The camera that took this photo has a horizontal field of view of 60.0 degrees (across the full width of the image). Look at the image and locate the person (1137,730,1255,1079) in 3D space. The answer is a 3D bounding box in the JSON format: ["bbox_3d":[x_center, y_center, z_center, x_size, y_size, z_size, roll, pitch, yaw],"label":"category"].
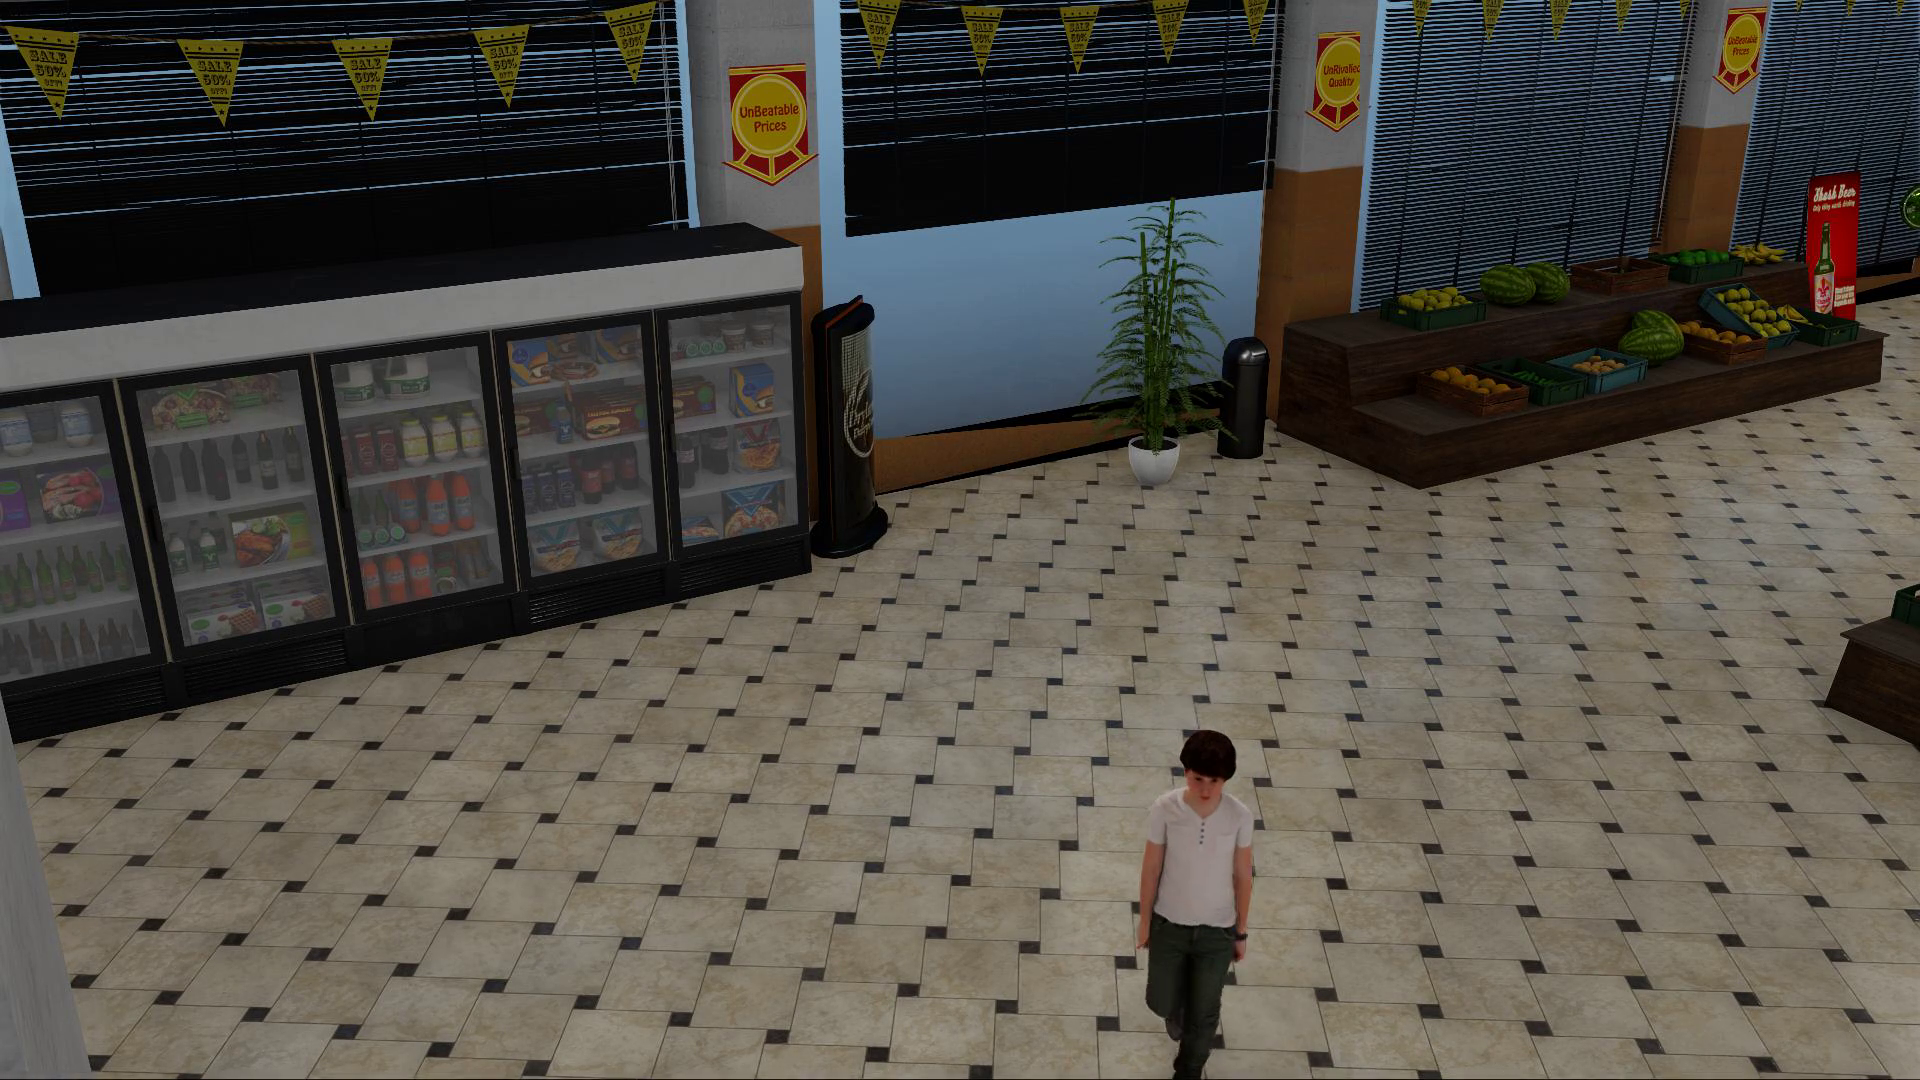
[{"bbox_3d":[0.896,1.441,6.396,0.927,1.644,0.940,3,22,6],"label":"person"}]
